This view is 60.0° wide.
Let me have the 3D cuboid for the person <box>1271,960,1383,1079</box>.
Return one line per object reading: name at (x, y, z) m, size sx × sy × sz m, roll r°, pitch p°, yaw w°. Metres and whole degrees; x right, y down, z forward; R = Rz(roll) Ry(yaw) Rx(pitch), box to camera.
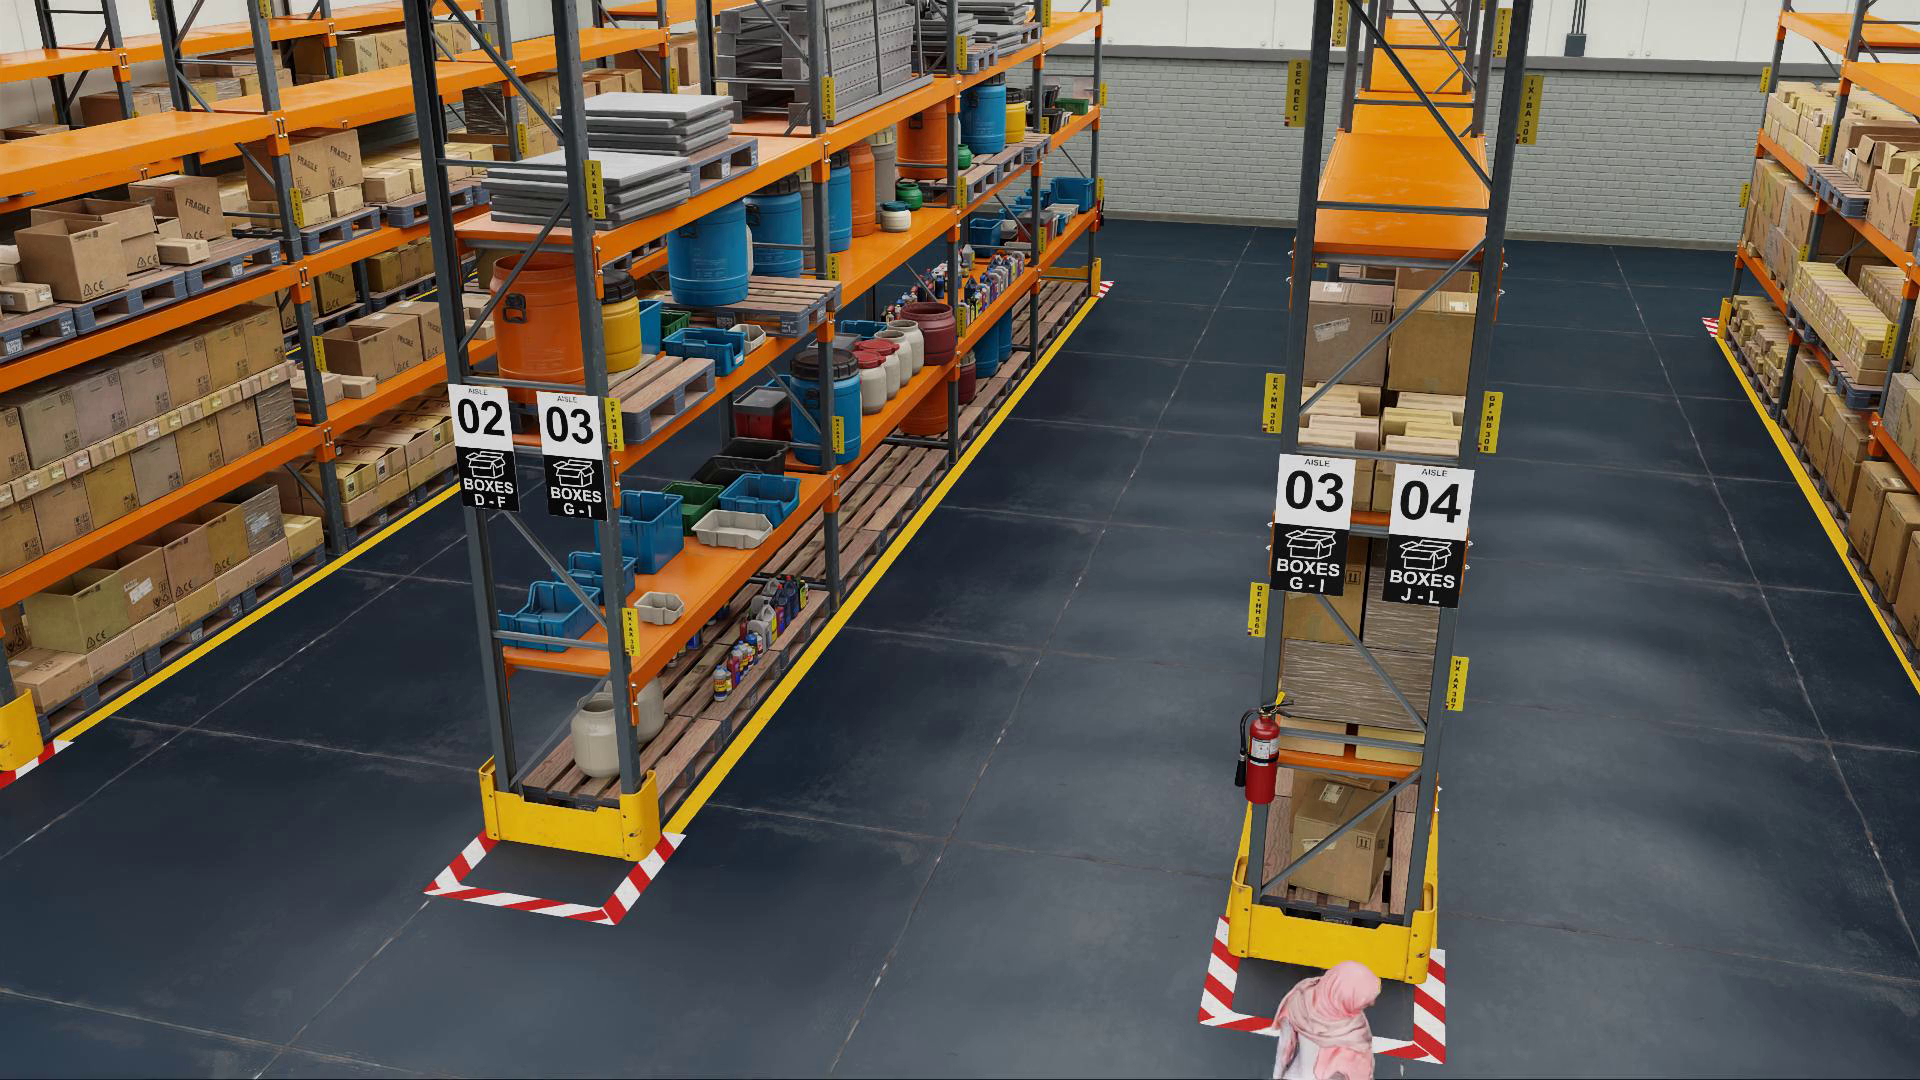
person at (1.570, 2.568, 7.498) m, size 0.844 × 1.783 × 0.889 m, roll 19°, pitch 29°, yaw 39°
